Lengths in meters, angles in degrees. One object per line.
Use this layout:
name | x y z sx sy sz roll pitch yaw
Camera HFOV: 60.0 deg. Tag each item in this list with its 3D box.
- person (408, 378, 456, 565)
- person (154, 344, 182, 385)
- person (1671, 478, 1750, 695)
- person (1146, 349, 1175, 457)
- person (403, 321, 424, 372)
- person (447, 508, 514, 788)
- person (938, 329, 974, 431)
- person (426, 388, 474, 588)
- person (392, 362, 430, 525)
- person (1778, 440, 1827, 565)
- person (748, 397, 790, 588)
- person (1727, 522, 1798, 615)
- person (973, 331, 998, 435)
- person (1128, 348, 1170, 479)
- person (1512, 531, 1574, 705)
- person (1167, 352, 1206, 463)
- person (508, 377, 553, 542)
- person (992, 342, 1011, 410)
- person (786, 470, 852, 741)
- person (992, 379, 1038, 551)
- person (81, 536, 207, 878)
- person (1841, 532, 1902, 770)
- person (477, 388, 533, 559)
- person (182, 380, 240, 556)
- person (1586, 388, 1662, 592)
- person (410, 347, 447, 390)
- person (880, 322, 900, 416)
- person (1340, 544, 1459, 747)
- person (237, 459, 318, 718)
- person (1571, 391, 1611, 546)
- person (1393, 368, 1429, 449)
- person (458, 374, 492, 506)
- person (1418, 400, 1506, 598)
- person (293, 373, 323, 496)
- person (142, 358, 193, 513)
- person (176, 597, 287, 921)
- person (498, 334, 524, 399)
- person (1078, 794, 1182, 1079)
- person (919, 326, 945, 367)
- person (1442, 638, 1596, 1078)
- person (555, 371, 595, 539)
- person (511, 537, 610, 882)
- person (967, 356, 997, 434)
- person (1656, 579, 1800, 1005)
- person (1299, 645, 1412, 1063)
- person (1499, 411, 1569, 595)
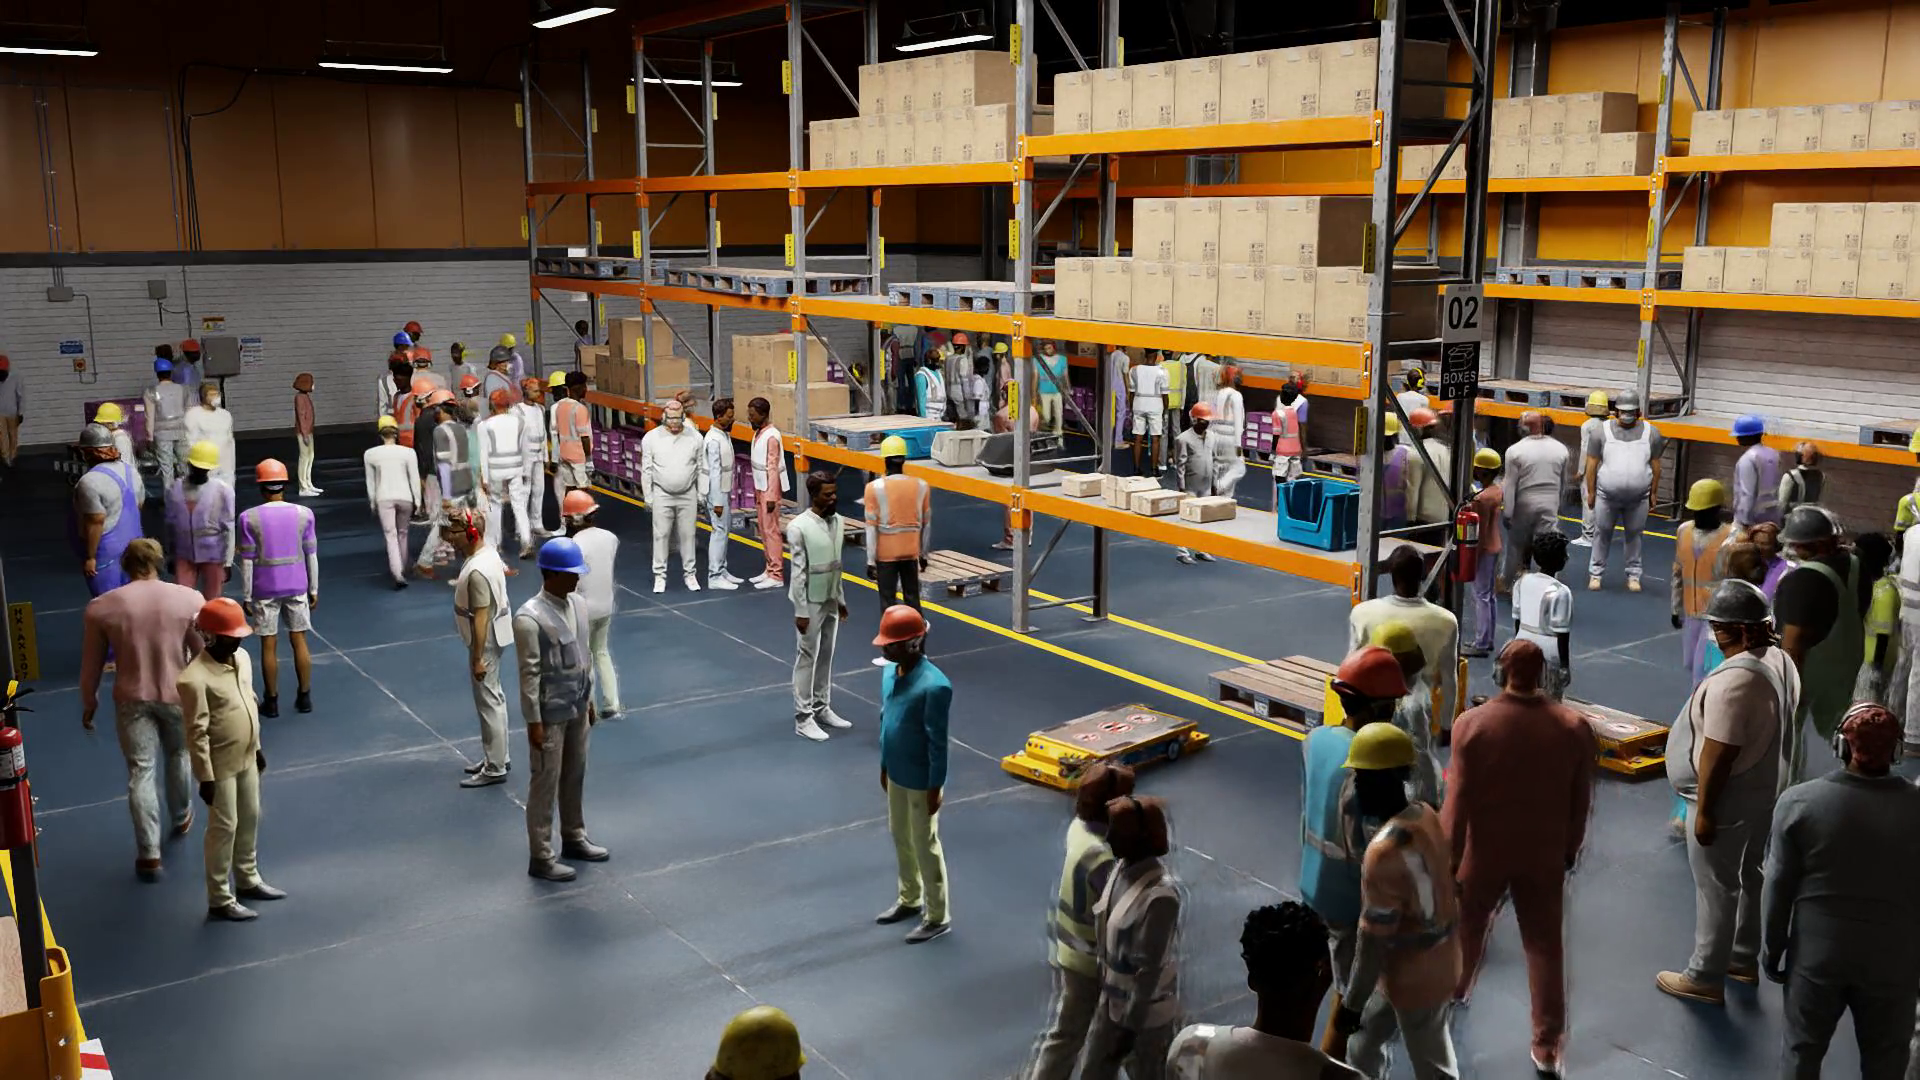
person | -5.626 -0.726 17.684 0.395 1.994 0.612 1 11 7
person | -11.694 -2.015 24.775 0.486 1.812 0.714 -10 15 -41
person | 5.373 0.478 11.824 0.790 1.888 0.602 -5 12 -24
person | 3.092 -2.241 25.633 0.391 1.920 0.587 -8 14 -35
person | -8.938 -2.582 27.213 0.410 1.986 0.615 1 11 6
person | -3.102 0.690 10.854 0.394 1.836 0.560 -2 11 -12
person | -0.018 -2.652 27.977 0.660 1.820 0.659 -5 12 -24
person | -4.975 -0.491 16.462 0.663 2.003 0.656 2 11 9
person | -6.620 -1.163 20.030 0.608 1.959 0.375 11 15 43
person | 7.950 -0.129 15.630 0.506 1.608 0.779 -6 12 -26
person | -1.922 -0.481 16.665 0.399 1.906 0.603 -4 12 -20
person | 5.503 0.675 11.450 0.321 1.631 0.522 -10 15 -43
person | 0.370 -2.297 25.870 0.370 1.940 0.630 6 12 27
person | 2.660 -1.826 23.423 0.599 1.958 0.373 4 12 22
person | 3.756 0.780 10.739 0.322 1.697 0.530 -3 11 -15
person | 3.384 -2.124 24.725 0.538 2.000 0.683 -8 14 -37
person | -4.918 -0.927 19.028 0.343 1.876 0.586 5 12 23
person | 0.658 -2.175 25.720 0.360 1.755 0.518 1 11 4
person | -1.015 0.448 11.872 0.391 1.920 0.587 6 13 28
person | 0.577 -0.835 18.485 0.401 1.905 0.642 10 15 43
person | -4.654 0.913 9.585 0.722 1.868 1.017 -5 12 -25
person | 5.879 0.780 10.801 0.340 1.685 0.540 0 11 2
person | -4.910 -0.718 18.009 0.573 1.855 0.921 -7 13 -30
person | -8.156 -0.778 18.120 0.536 1.928 0.646 4 12 22
person | 6.528 -0.495 16.388 0.686 2.000 0.535 3 11 15
person | -7.013 -1.533 21.851 0.617 1.984 0.410 -3 11 -14
person | -1.327 -3.078 30.264 0.403 1.786 0.593 -7 13 -32
person | 2.446 0.963 9.268 0.629 1.905 0.434 3 11 13
person | -5.050 0.355 12.342 0.550 1.925 0.392 -8 14 -35
person | 7.133 -0.800 18.725 0.492 1.737 0.321 -5 12 -24
person | 5.487 -1.157 20.211 0.335 1.873 0.521 -8 14 -37
person | -6.052 -1.198 20.762 0.347 1.739 0.565 4 12 20
person | 4.846 -0.415 16.117 1.036 2.000 0.631 4 12 18
person | -8.684 -1.401 22.096 0.276 1.629 0.504 -2 11 -10
person | -9.843 -1.294 20.727 0.408 1.940 0.606 10 15 43
person | -3.840 1.145 8.768 0.355 1.739 0.575 1 11 6
person | -7.019 -2.281 25.965 0.453 1.886 0.630 -10 15 -41
person | 0.649 1.716 6.153 0.740 1.608 0.519 -3 12 -16
person | -0.524 -3.162 30.579 0.430 1.835 0.642 7 13 30
person | 2.470 1.361 7.429 0.674 1.838 1.021 1 11 3
person | -4.334 -0.940 18.854 0.362 1.965 0.611 -10 15 -42
person | -2.242 0.936 9.331 0.404 1.939 0.607 5 12 22
person | 0.312 -1.851 24.265 0.436 1.668 0.548 0 11 0
person | 3.619 1.166 7.886 0.679 2.000 0.535 -10 15 -41
person | 1.568 1.416 6.660 0.450 2.030 0.621 -3 11 -16
person | 5.451 -0.311 15.928 0.681 1.843 0.980 -1 11 -4
